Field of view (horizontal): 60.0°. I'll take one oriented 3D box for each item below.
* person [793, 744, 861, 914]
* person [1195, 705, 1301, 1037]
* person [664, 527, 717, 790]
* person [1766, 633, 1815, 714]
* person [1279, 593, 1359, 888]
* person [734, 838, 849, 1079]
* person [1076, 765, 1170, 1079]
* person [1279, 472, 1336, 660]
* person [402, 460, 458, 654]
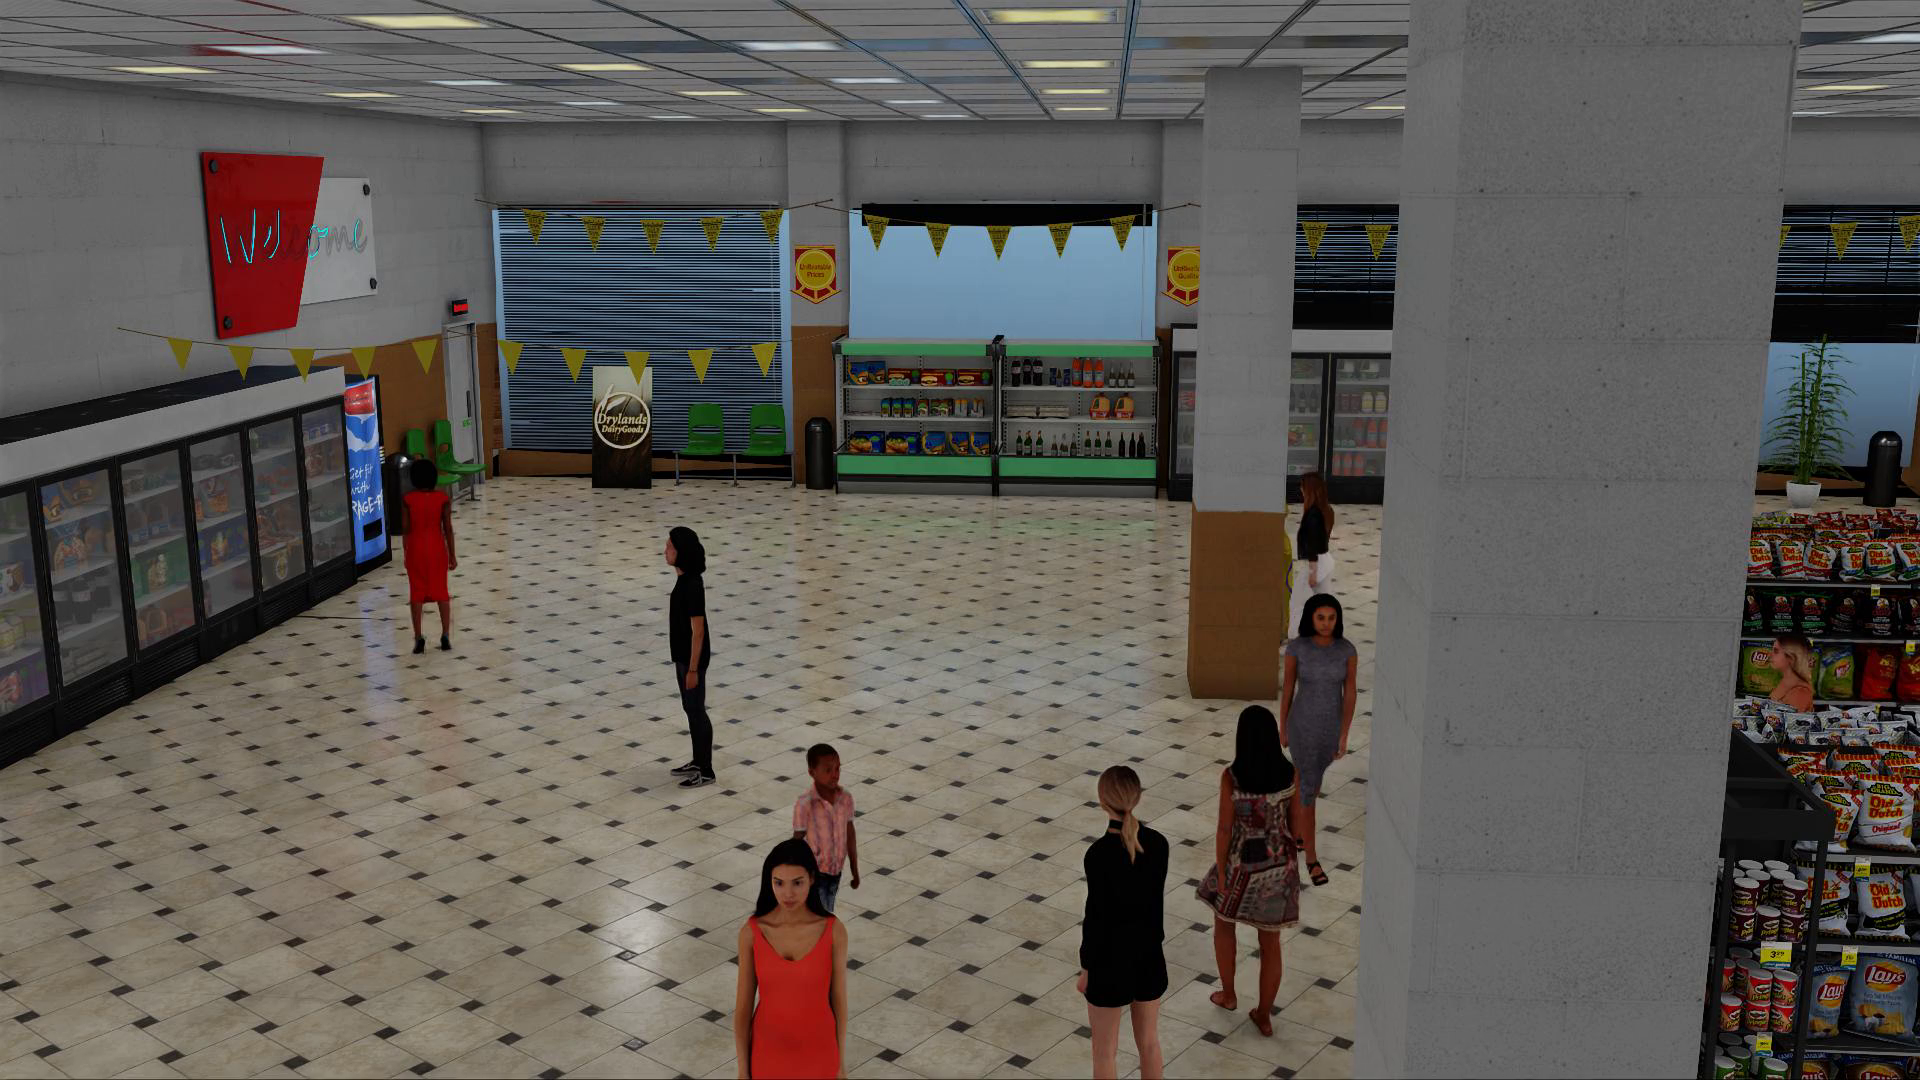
[{"bbox_3d":[-0.753,1.674,8.687,0.643,1.297,0.703,-10,15,-39],"label":"person"},{"bbox_3d":[1.477,1.630,8.083,0.655,1.631,0.776,-1,12,-5],"label":"person"},{"bbox_3d":[-1.864,0.795,11.553,0.646,1.835,0.694,-4,12,-16],"label":"person"},{"bbox_3d":[4.804,1.354,9.510,1.127,1.583,0.667,2,12,11],"label":"person"},{"bbox_3d":[2.127,1.168,10.057,1.122,1.722,0.717,0,12,0],"label":"person"},{"bbox_3d":[-0.629,1.959,6.305,0.534,1.719,0.689,-2,12,-7],"label":"person"},{"bbox_3d":[0.678,1.790,6.991,0.622,1.768,0.714,-7,14,-29],"label":"person"},{"bbox_3d":[3.172,0.269,14.432,0.973,1.679,0.862,8,14,34],"label":"person"},{"bbox_3d":[-4.745,0.153,14.830,0.659,1.741,0.761,-5,13,-22],"label":"person"}]
